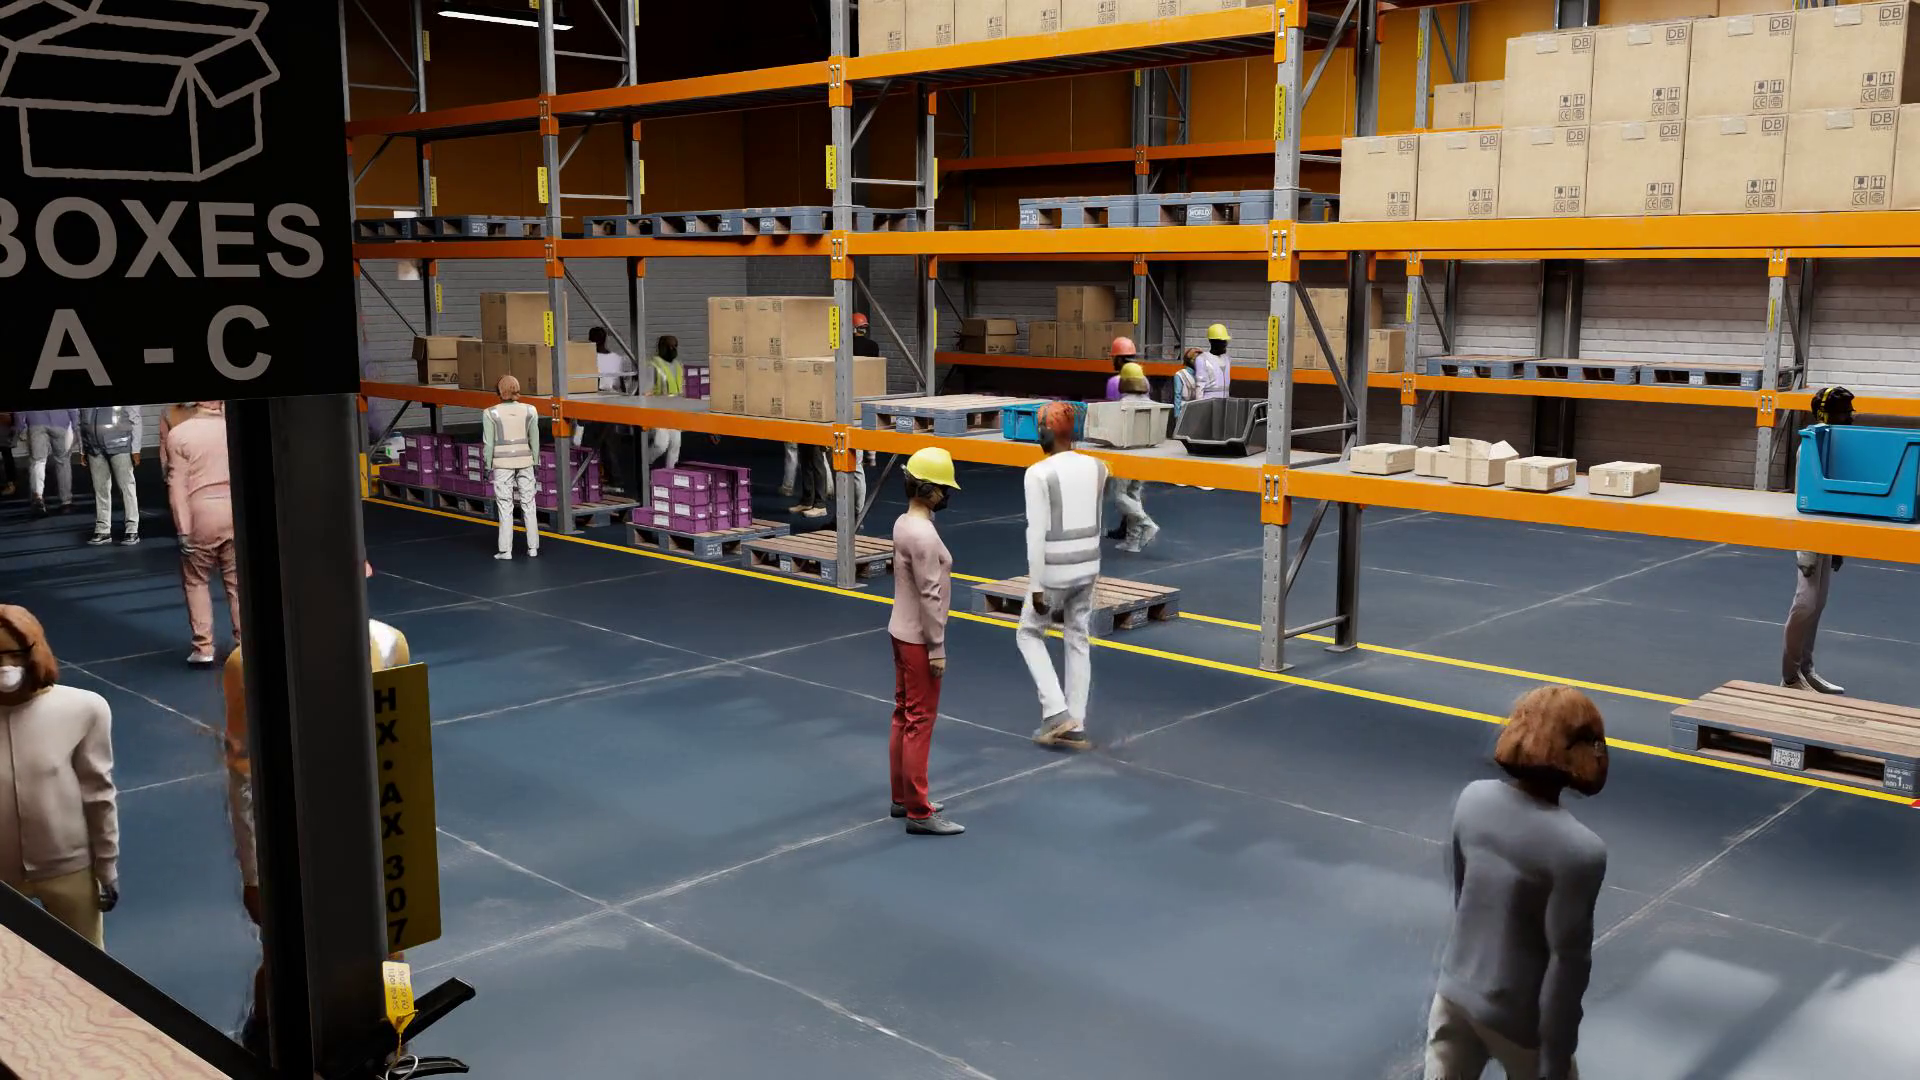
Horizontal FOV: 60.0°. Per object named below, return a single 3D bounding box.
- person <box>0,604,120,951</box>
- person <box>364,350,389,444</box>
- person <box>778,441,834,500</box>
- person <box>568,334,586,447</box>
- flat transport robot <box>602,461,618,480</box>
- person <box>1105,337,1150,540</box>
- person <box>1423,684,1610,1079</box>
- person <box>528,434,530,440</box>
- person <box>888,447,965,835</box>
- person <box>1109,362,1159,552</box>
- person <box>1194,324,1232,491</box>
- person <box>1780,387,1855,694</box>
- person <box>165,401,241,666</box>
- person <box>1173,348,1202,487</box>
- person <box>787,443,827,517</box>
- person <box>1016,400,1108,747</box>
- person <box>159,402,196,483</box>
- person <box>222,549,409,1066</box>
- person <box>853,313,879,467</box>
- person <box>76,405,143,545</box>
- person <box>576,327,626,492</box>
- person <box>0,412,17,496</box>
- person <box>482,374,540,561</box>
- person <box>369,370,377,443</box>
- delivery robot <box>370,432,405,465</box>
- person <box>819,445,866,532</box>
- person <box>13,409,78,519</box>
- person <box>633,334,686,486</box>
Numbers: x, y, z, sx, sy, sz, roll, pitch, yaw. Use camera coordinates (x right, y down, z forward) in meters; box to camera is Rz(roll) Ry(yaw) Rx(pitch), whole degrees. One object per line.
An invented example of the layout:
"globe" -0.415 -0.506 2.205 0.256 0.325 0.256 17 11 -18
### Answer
"person" -2.689 0.976 4.799 0.493 1.626 0.286 -5 10 -27
"person" -7.752 -1.838 21.408 0.979 1.846 0.667 -3 10 -18
"person" -1.699 -1.330 18.496 0.658 1.795 0.951 -7 11 -35
"person" -5.141 -1.893 21.736 0.606 1.852 0.667 0 9 -1
"flat transport robot" -4.847 -0.825 19.982 1.431 0.197 0.652 -2 9 -10
"person" 1.527 -0.951 15.728 0.422 1.922 0.542 8 12 39
"person" 1.309 1.132 3.948 0.837 1.588 0.506 -4 10 -24
"person" -5.918 -1.893 21.919 0.899 1.803 0.578 7 12 38
"person" -0.159 0.455 7.590 0.325 1.760 0.523 -3 10 -15
"person" 1.589 -0.727 14.922 0.486 1.727 0.492 9 13 43
"person" 2.954 -1.538 19.285 0.594 1.927 0.367 -9 13 -43
"person" 5.133 0.021 9.908 0.328 1.872 0.514 9 13 43
"person" -4.718 -0.095 10.634 0.663 1.867 0.594 -9 13 -43
"person" 2.710 -1.444 19.603 0.521 1.636 0.311 -7 12 -38
"person" -1.566 -1.160 17.224 0.345 1.847 0.506 -7 11 -35
"person" 0.541 0.187 8.888 0.573 1.867 0.417 -6 11 -34
"person" -6.880 -0.656 14.905 0.522 1.582 0.899 -1 9 -4
"person" -1.879 0.833 4.870 0.554 1.901 0.975 -9 13 -43
"person" -1.296 -1.931 21.490 0.377 1.995 0.608 7 12 38
"person" -7.878 -0.854 15.387 0.597 1.831 0.403 0 9 3
"person" -4.131 -1.497 19.118 0.603 1.895 0.625 4 10 24
"person" -10.780 -1.309 18.678 0.584 1.659 0.368 1 9 8
"person" -3.934 -0.632 14.611 0.514 1.641 0.309 -6 11 -34
"person" -8.177 -2.030 22.303 0.997 1.919 0.624 -2 10 -15
"delivery robot" -6.901 -1.087 20.435 0.477 0.478 0.707 4 10 23
"person" -1.141 -1.040 16.199 0.372 1.940 0.632 7 11 36
"person" -9.416 -1.183 17.162 0.640 1.914 0.894 -4 10 -21
"person" -3.439 -1.457 19.116 0.559 1.818 0.669 5 11 30
